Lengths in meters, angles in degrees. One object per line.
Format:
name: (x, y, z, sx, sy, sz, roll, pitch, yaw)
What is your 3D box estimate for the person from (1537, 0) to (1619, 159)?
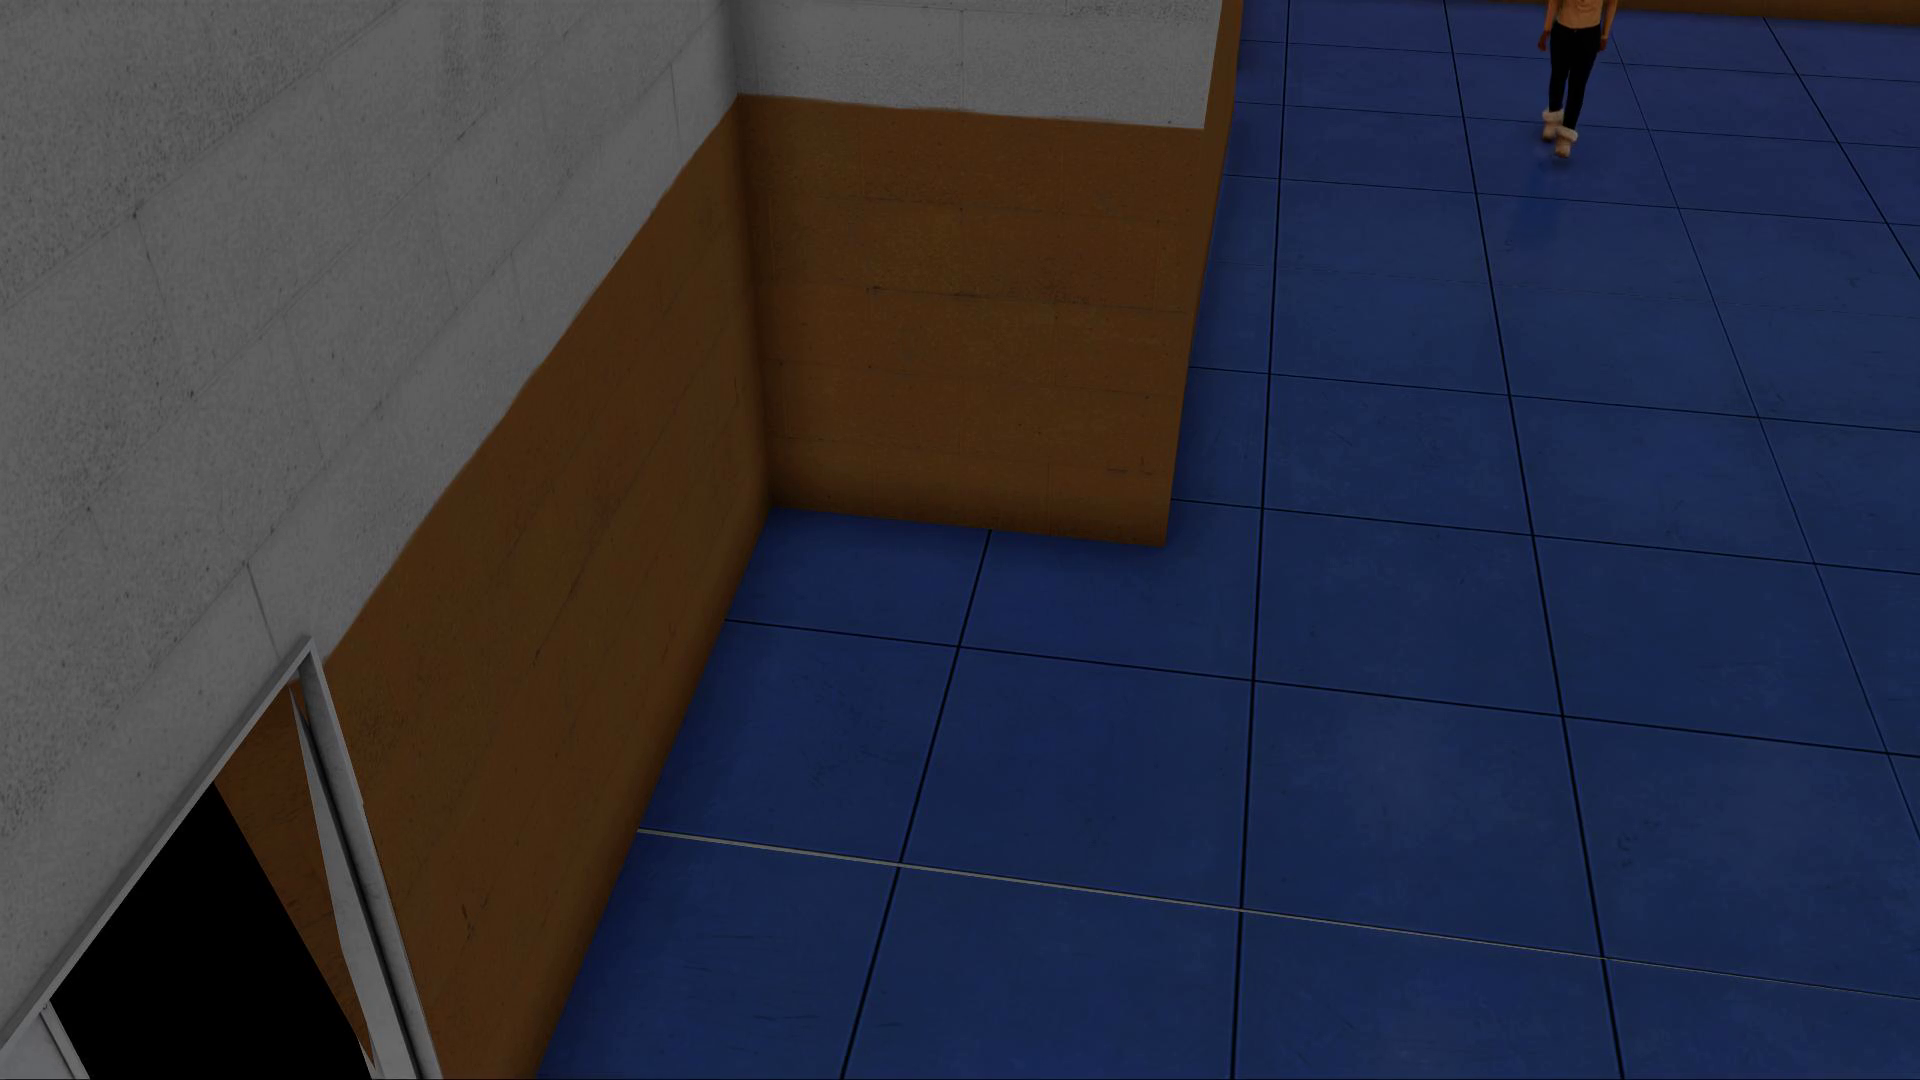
person: (4.318, -3.573, 11.657, 0.982, 1.626, 0.818, 16, 40, 20)
